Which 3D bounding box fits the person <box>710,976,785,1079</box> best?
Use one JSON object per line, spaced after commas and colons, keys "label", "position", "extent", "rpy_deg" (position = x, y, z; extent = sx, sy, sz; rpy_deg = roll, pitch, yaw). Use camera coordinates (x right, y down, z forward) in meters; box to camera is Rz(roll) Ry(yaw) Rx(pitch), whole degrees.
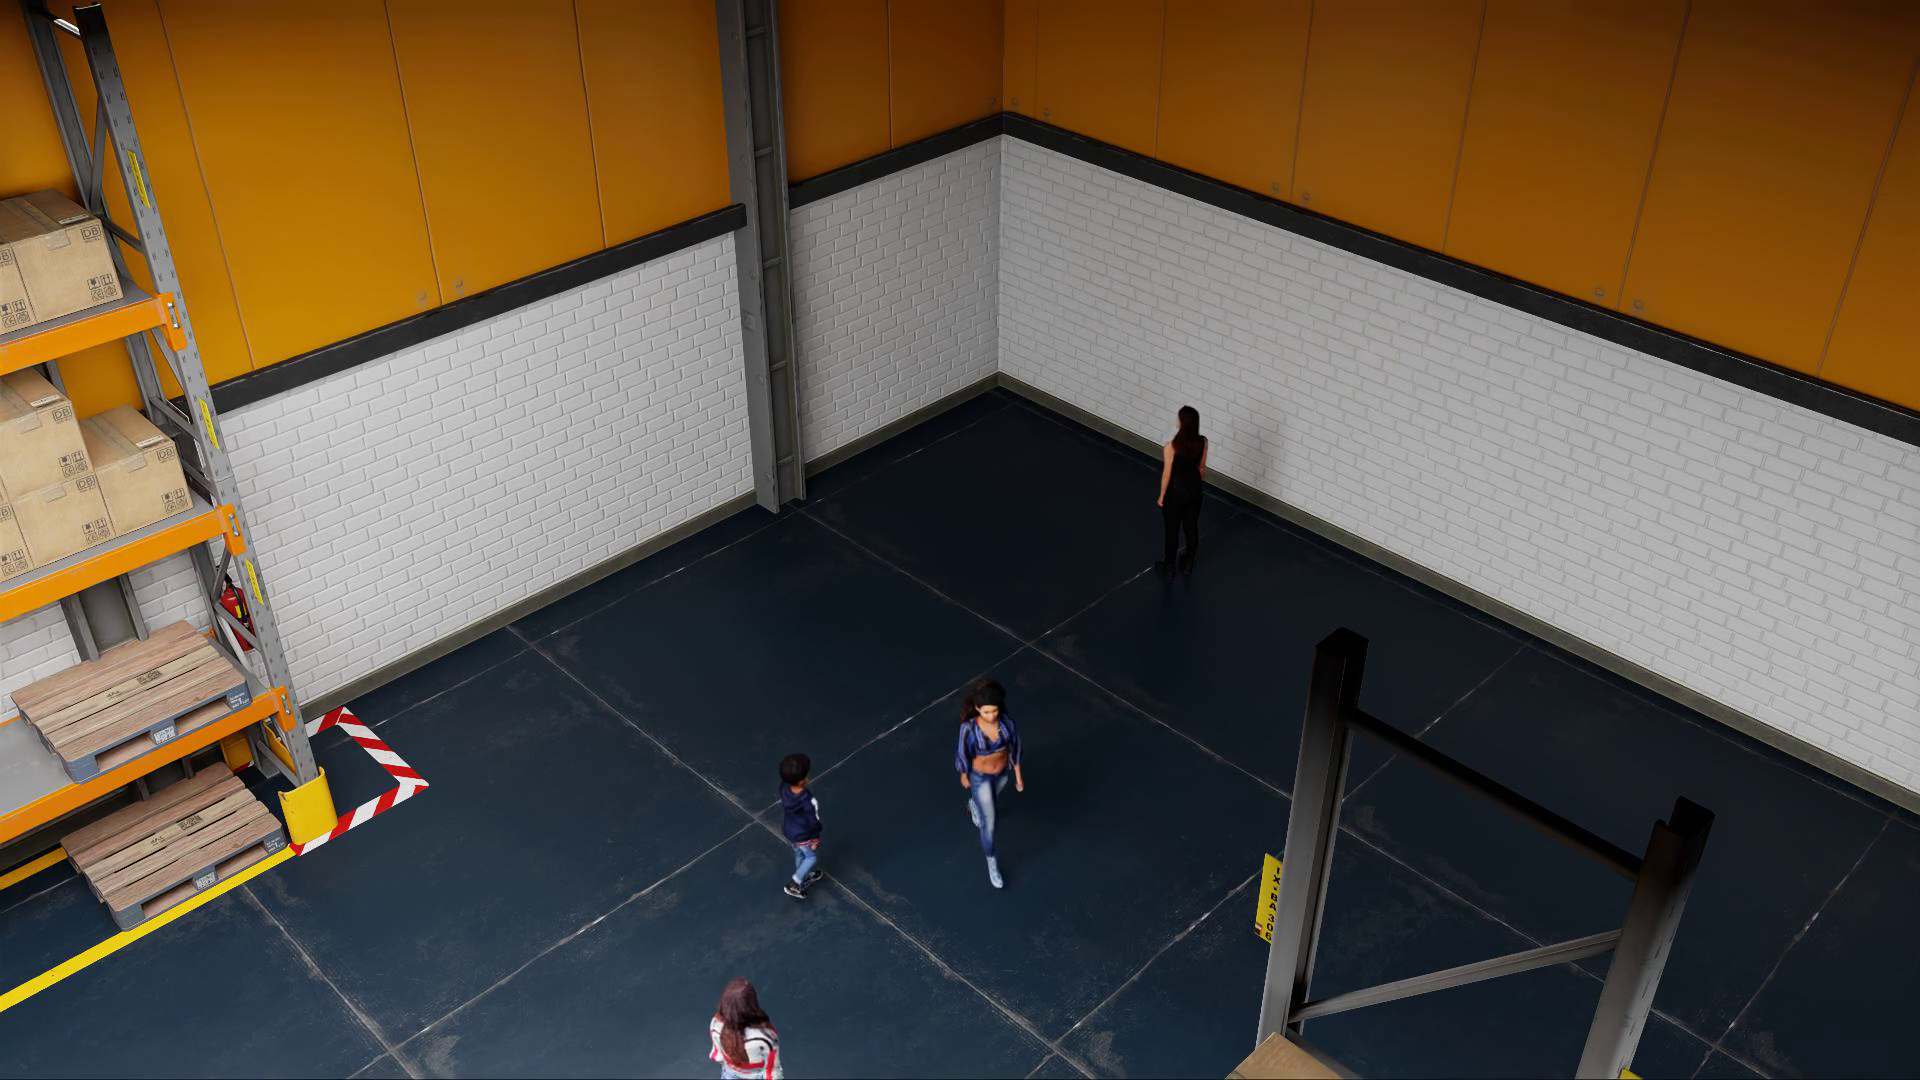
{"label": "person", "position": [-1.209, 3.140, 9.328], "extent": [0.852, 1.588, 0.966], "rpy_deg": [7, 34, 11]}

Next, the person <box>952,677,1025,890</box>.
{"label": "person", "position": [0.183, 1.595, 11.655], "extent": [1.071, 1.586, 0.926], "rpy_deg": [-14, 36, -20]}

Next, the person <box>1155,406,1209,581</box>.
{"label": "person", "position": [1.948, -0.416, 14.588], "extent": [0.612, 1.688, 0.730], "rpy_deg": [-12, 35, -17]}

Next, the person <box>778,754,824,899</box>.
{"label": "person", "position": [-1.137, 1.978, 11.412], "extent": [0.515, 1.217, 0.586], "rpy_deg": [29, 43, 36]}
